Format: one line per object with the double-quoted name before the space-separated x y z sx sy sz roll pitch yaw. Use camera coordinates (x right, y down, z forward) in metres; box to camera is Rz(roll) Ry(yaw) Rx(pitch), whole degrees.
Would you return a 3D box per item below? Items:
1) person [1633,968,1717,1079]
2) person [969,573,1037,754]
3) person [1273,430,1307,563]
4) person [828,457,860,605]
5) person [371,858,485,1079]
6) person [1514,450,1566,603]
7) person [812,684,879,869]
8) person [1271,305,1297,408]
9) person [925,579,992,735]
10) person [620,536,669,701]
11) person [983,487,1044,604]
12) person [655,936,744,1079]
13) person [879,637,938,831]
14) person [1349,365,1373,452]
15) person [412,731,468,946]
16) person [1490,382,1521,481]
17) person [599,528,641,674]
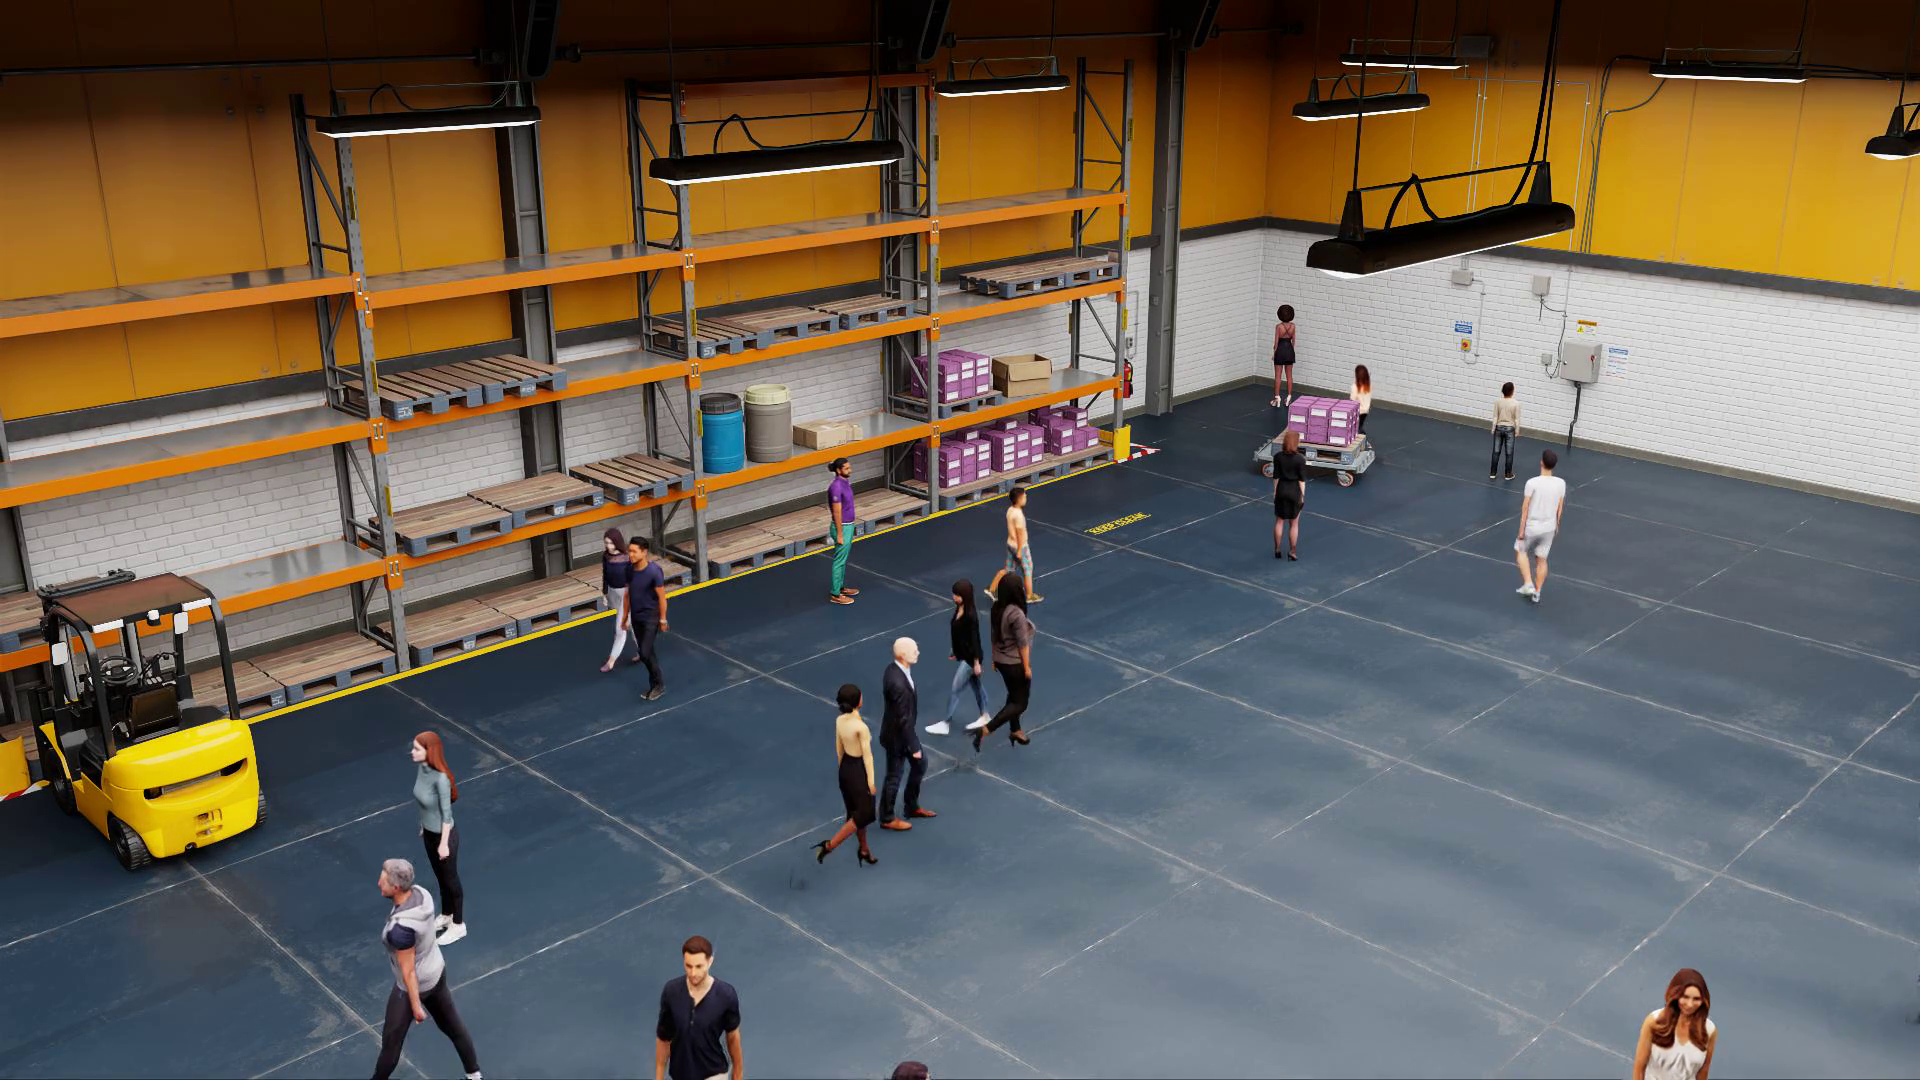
"person" 4.112 3.258 9.770 0.939 1.753 1.177 5 19 14
"person" 0.421 1.223 15.712 1.076 1.818 0.808 -11 22 -30
"person" 4.188 -0.565 21.197 0.626 1.705 0.561 12 22 32
"person" -1.414 -0.137 19.830 0.769 1.767 0.675 3 19 8
"person" -3.411 2.890 10.819 1.228 1.783 1.181 1 19 2
"person" 6.900 -0.132 19.697 0.794 1.842 0.879 -3 19 -8
"person" -0.922 2.003 13.687 0.866 1.632 0.663 -13 23 -34
"person" 5.636 -3.207 28.910 0.610 1.790 0.700 -5 19 -15
"person" 0.163 1.135 16.294 1.037 1.613 0.885 -5 19 -14
"person" -3.162 0.779 17.090 0.695 1.780 0.647 12 22 32
"person" 0.613 0.083 19.687 1.008 1.442 0.740 -8 20 -23
"person" -1.544 3.150 9.995 1.102 1.815 1.288 3 19 9
"person" -0.609 1.689 14.384 0.927 1.782 0.864 1 19 4
"person" 6.221 -1.978 25.759 0.702 1.472 0.719 -11 22 -30
"person" -3.993 2.262 12.746 0.571 1.742 0.604 -14 23 -36
"person" 8.099 -1.627 24.728 0.607 1.465 0.594 10 21 28
"person" -3.578 0.616 17.911 0.744 1.565 1.036 10 21 28
